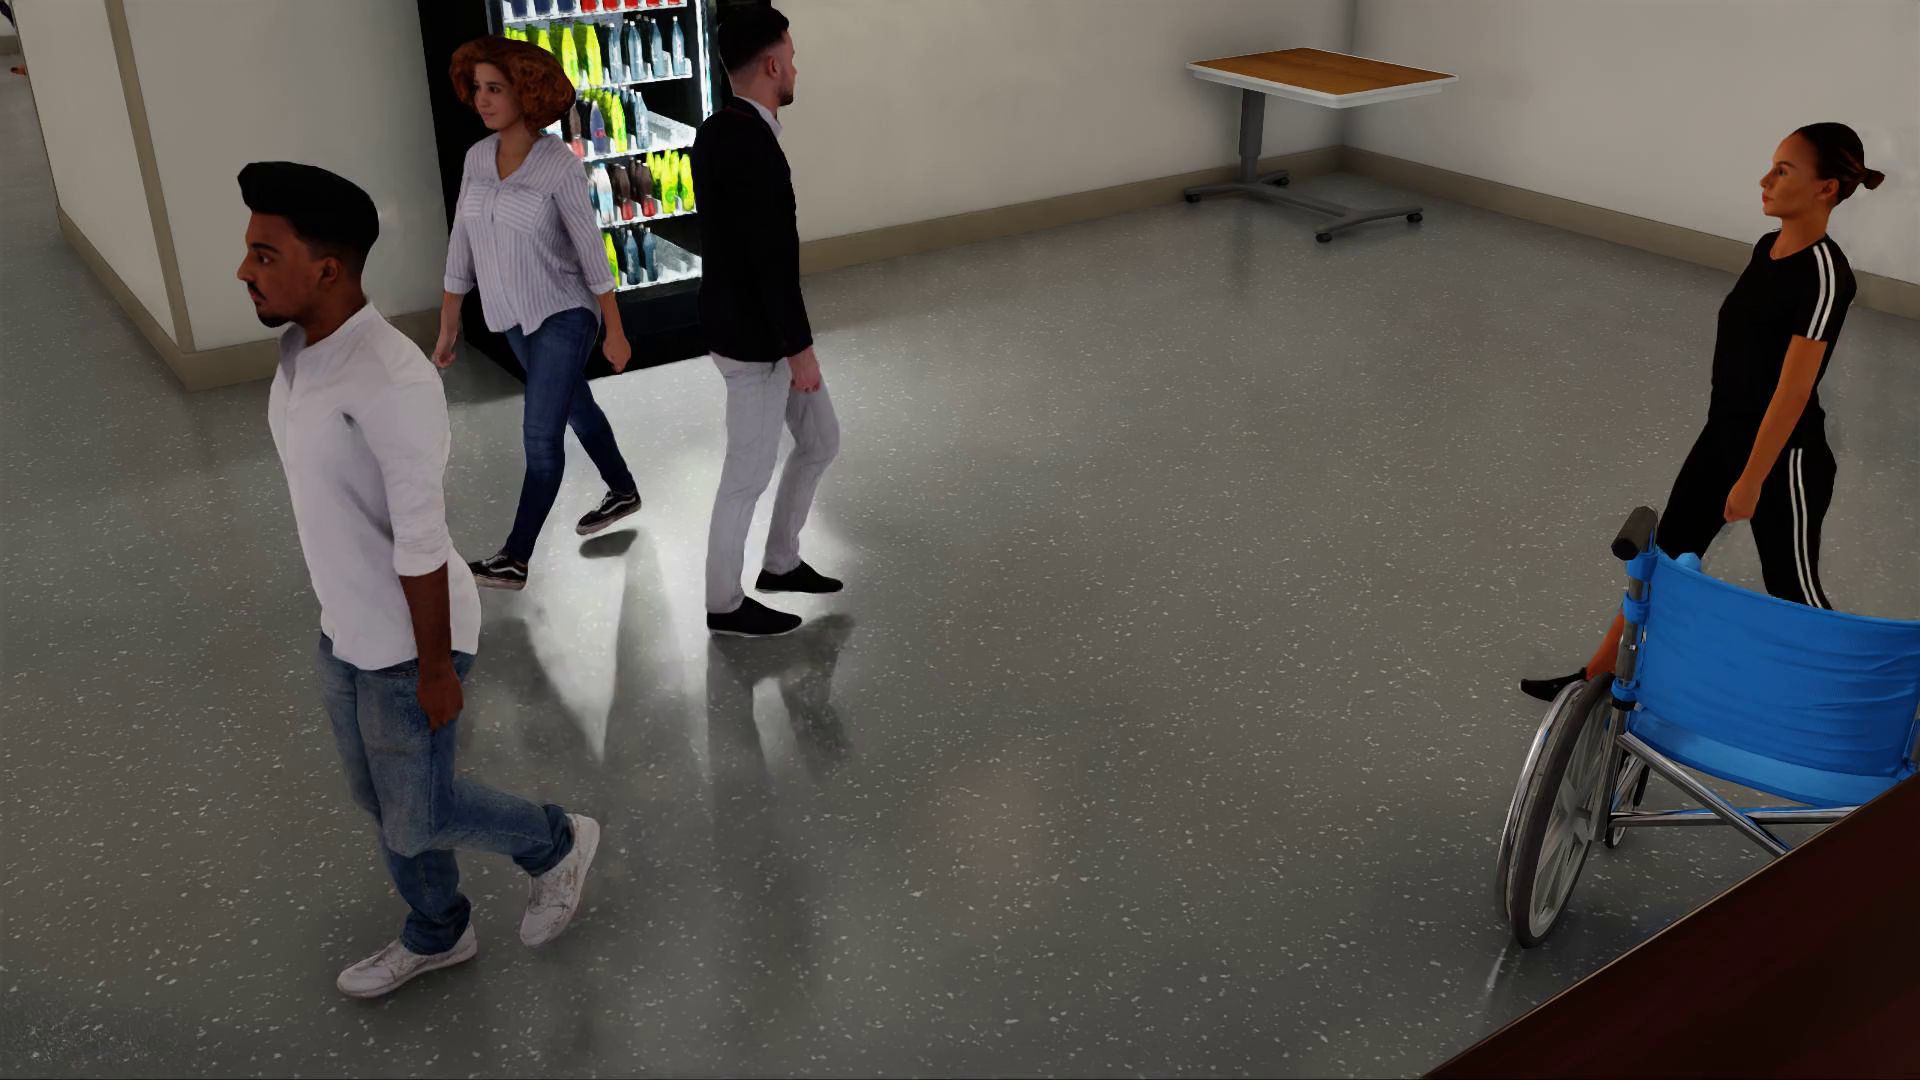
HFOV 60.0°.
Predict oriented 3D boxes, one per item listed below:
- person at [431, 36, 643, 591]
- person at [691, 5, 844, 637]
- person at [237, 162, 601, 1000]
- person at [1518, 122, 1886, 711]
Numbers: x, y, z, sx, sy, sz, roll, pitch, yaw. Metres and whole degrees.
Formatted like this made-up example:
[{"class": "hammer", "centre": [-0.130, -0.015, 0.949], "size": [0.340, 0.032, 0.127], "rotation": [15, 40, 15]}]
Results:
[{"class": "person", "centre": [-1.229, -0.723, 5.263], "size": [0.924, 1.666, 1.220], "rotation": [18, 31, 32]}, {"class": "person", "centre": [-0.687, -0.559, 4.750], "size": [0.839, 1.816, 0.823], "rotation": [-2, 26, -4]}, {"class": "person", "centre": [-1.064, 0.126, 3.344], "size": [0.840, 1.805, 0.696], "rotation": [-21, 33, -37]}, {"class": "person", "centre": [2.111, -0.196, 4.218], "size": [1.150, 1.625, 1.005], "rotation": [1, 26, 1]}]
